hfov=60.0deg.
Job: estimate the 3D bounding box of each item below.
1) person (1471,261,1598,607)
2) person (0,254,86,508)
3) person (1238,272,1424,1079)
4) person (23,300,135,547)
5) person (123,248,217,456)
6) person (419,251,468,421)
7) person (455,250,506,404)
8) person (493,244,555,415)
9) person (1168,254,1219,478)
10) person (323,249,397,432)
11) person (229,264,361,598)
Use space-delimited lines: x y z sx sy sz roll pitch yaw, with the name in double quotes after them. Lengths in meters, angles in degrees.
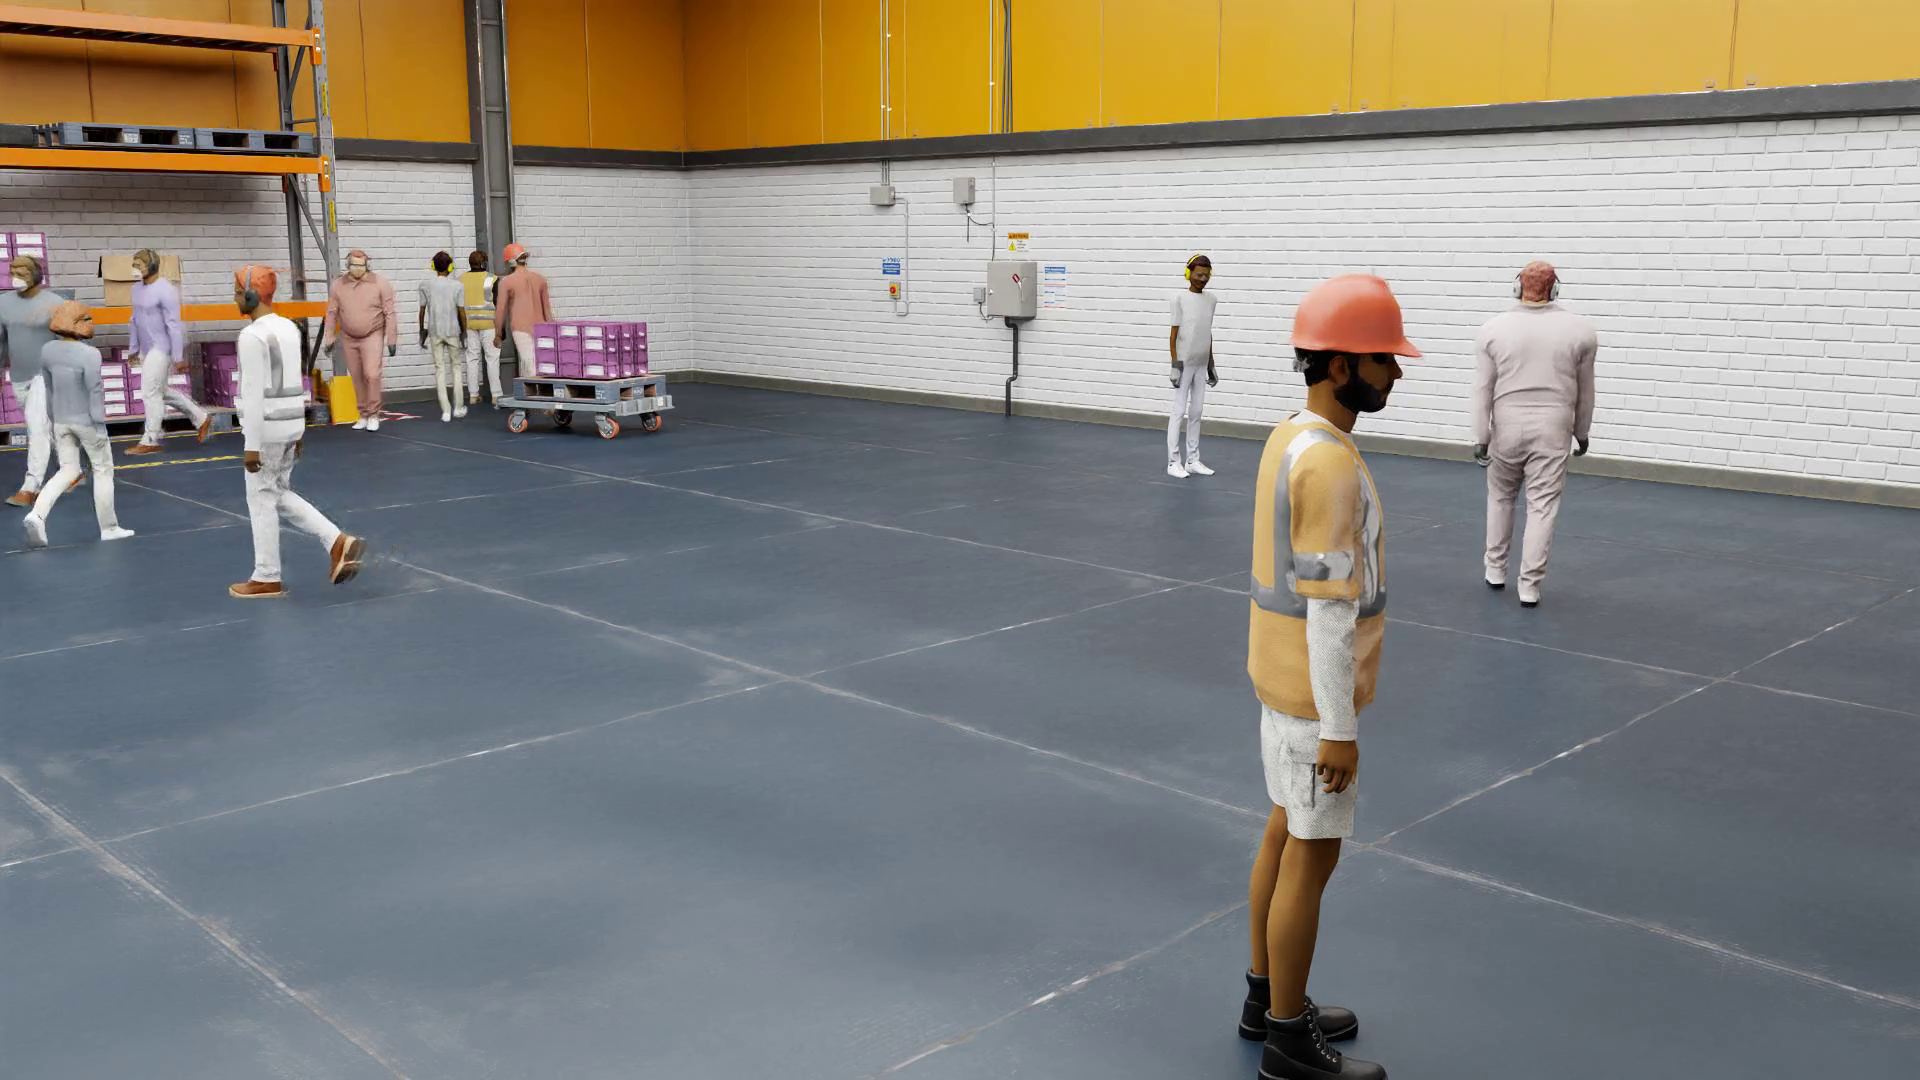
3.190 -0.603 9.288 0.656 1.872 0.851 3 11 18 "person"
-7.051 -1.234 12.724 0.647 1.892 1.033 2 11 10 "person"
0.873 0.344 3.952 0.366 1.935 0.552 0 10 2 "person"
-5.784 -0.753 10.824 0.508 1.607 0.695 3 11 18 "person"
-7.408 -1.758 15.509 0.641 1.916 0.872 9 13 39 "person"
-5.693 -2.241 18.338 0.531 1.841 0.789 -2 11 -13 "person"
-5.747 -2.553 20.009 0.627 1.844 0.429 1 10 8 "person"
-4.909 -2.381 18.867 1.018 1.938 0.662 9 14 41 "person"
1.973 -1.462 14.002 0.521 1.865 0.334 -7 13 -34 "person"
-6.195 -2.050 17.160 0.683 1.870 0.676 0 10 2 "person"
-3.763 -0.588 9.219 0.642 1.869 0.592 0 10 2 "person"
